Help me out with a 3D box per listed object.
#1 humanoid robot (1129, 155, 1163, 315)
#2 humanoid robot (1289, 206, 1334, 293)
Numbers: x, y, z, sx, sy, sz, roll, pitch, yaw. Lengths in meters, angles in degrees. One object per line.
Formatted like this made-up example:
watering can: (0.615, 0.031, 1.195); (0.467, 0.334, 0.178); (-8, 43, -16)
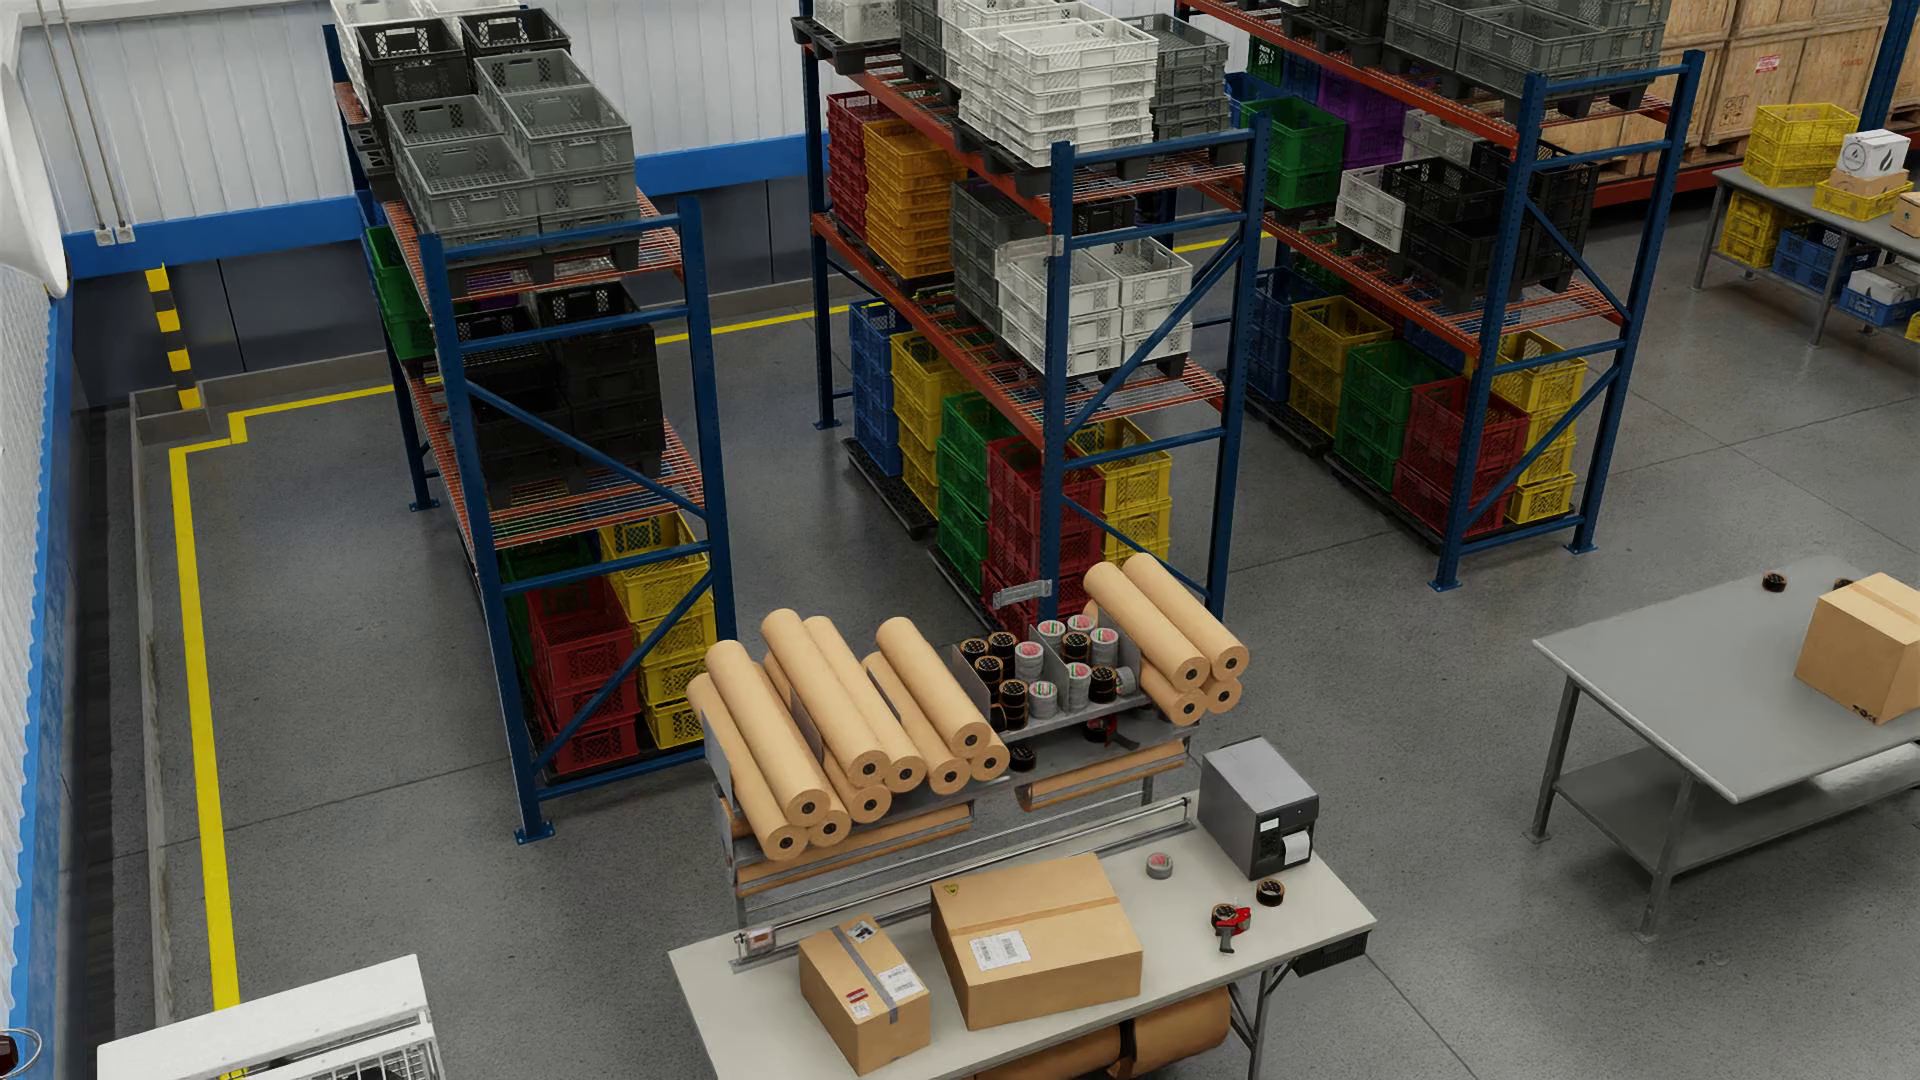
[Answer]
humanoid robot: (1.383, -2.213, 12.209); (0.330, 1.657, 0.586); (-5, 32, -8)
humanoid robot: (2.772, -2.774, 13.120); (0.592, 1.657, 0.326); (-1, 32, -1)
